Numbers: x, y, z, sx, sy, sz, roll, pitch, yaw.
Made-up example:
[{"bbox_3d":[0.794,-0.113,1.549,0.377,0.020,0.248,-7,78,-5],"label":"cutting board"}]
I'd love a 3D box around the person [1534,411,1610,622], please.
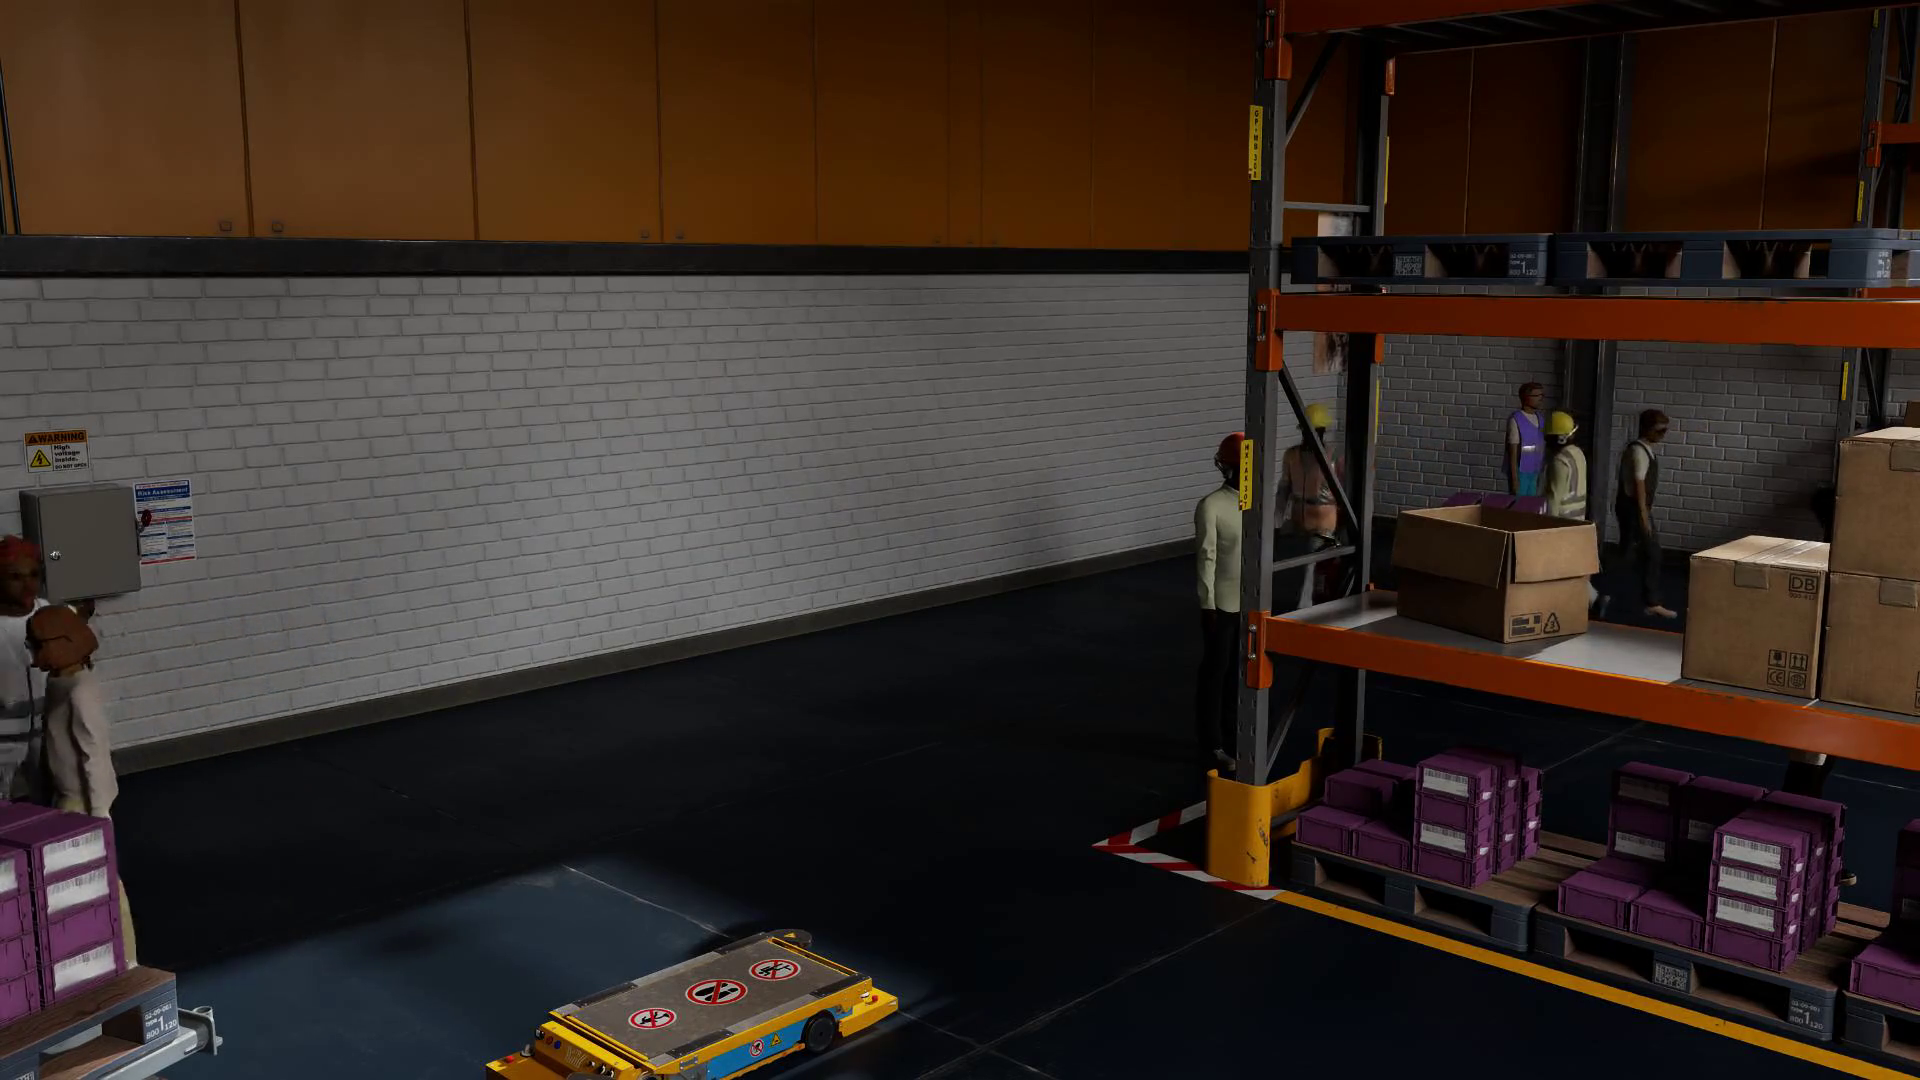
[{"bbox_3d":[4.979,-0.158,13.623,0.706,1.801,0.607,6,11,34],"label":"person"}]

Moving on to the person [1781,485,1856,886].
[{"bbox_3d":[4.077,0.703,7.840,0.367,1.964,0.623,9,13,43],"label":"person"}]

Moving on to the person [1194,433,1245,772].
[{"bbox_3d":[1.623,0.356,9.869,0.382,1.995,0.612,9,13,43],"label":"person"}]

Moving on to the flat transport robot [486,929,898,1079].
[{"bbox_3d":[-0.969,1.810,6.227,0.652,0.197,1.431,9,13,43],"label":"flat transport robot"}]

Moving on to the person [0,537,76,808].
[{"bbox_3d":[-4.042,0.890,7.155,0.964,1.826,0.584,8,12,39],"label":"person"}]

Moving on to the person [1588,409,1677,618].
[{"bbox_3d":[5.627,-0.225,14.074,0.816,1.799,0.516,6,11,32],"label":"person"}]

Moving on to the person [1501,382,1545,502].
[{"bbox_3d":[5.544,-0.633,16.374,0.389,1.849,0.565,9,13,43],"label":"person"}]

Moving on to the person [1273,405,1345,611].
[{"bbox_3d":[2.742,-0.123,13.144,0.983,1.875,0.593,-8,12,-41],"label":"person"}]

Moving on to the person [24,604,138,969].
[{"bbox_3d":[-3.595,1.059,6.699,0.484,1.616,0.517,-6,11,-34],"label":"person"}]
